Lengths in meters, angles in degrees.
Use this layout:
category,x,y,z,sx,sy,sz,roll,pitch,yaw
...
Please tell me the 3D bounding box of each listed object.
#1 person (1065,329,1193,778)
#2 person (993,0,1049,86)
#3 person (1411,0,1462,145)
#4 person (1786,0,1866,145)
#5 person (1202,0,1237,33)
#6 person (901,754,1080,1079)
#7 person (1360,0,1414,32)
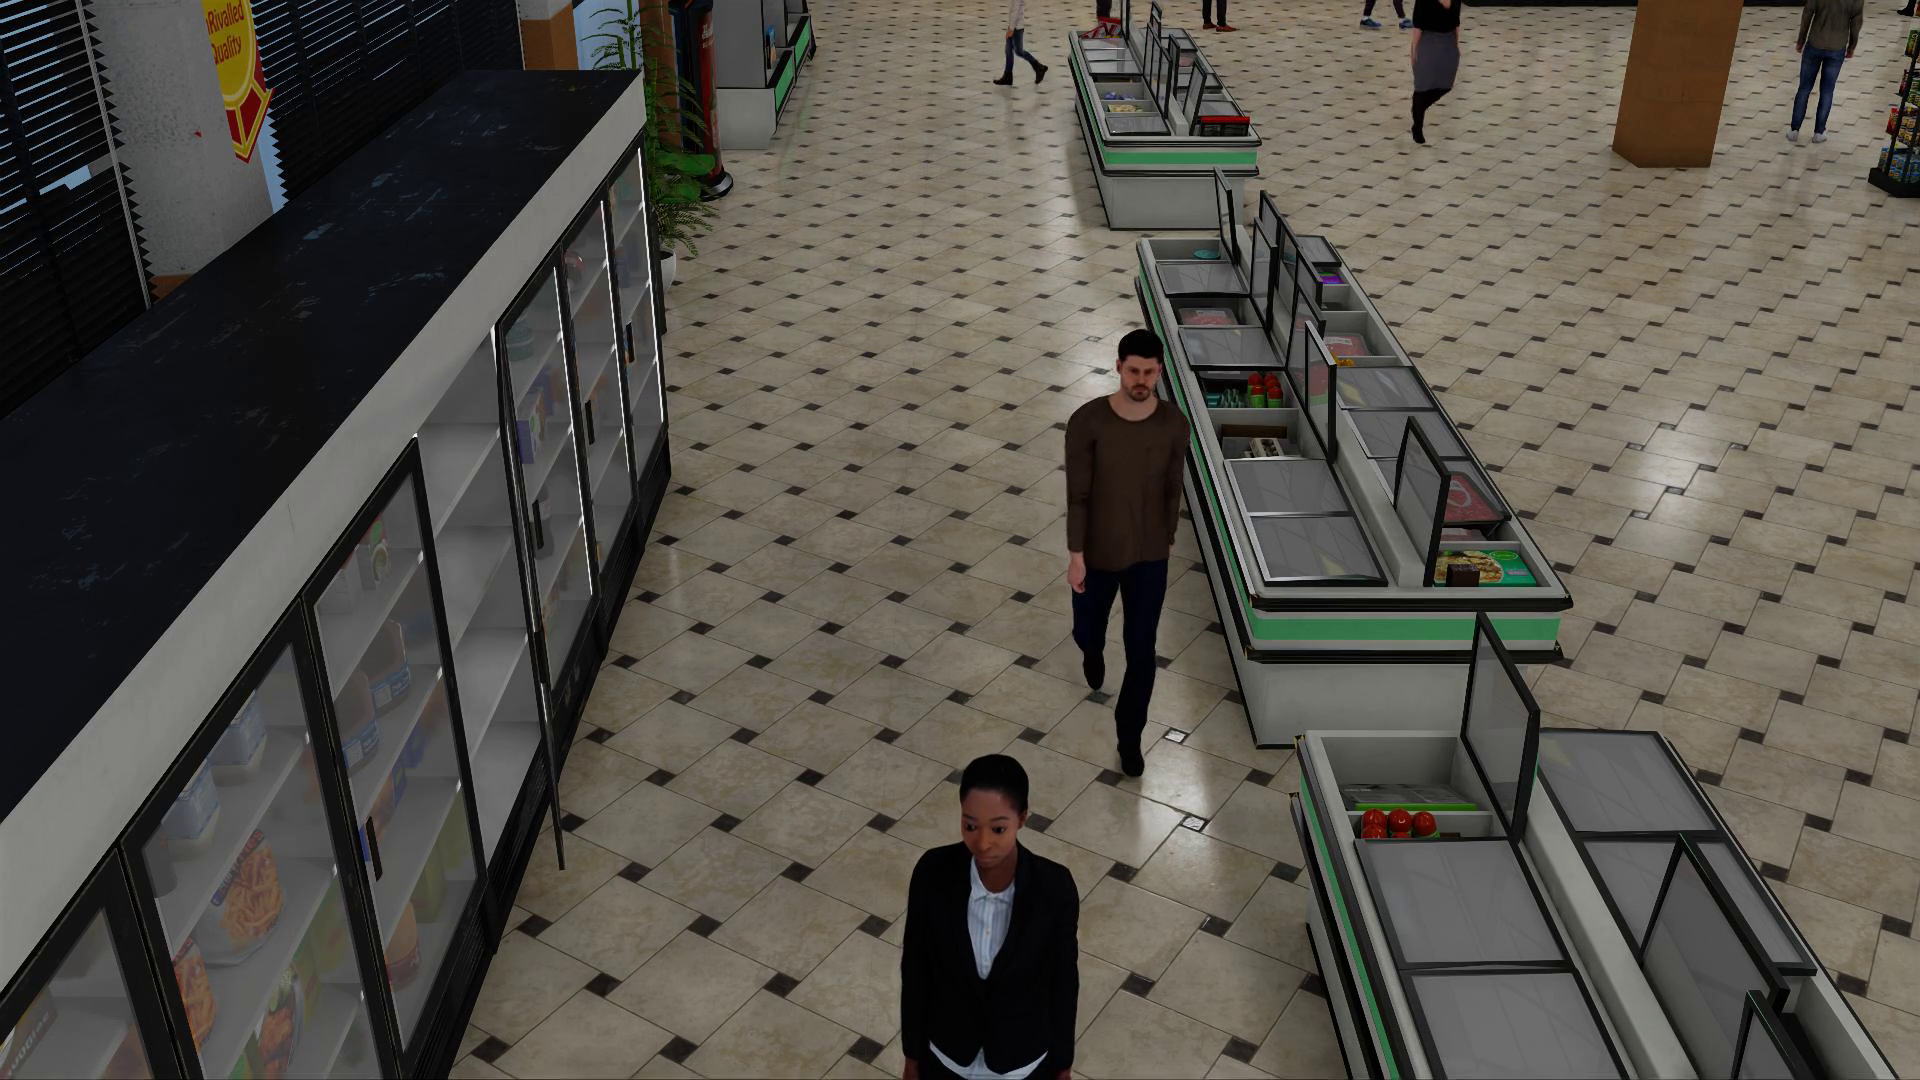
category,x,y,z,sx,sy,sz,roll,pitch,yaw
person,0.649,0.006,6.823,0.640,1.865,1.020,0,27,-1
person,0.709,-5.818,18.932,0.562,1.300,0.789,-1,27,-2
person,4.658,-4.840,16.511,0.786,1.745,0.866,-7,28,-14
person,8.577,-4.894,16.483,0.791,1.866,0.760,13,30,23
person,3.446,-7.723,22.110,0.850,1.824,0.755,-18,32,-31
person,0.072,1.330,4.246,0.626,1.834,0.556,4,27,8
person,5.582,-7.692,22.082,0.971,1.793,1.084,9,28,16
